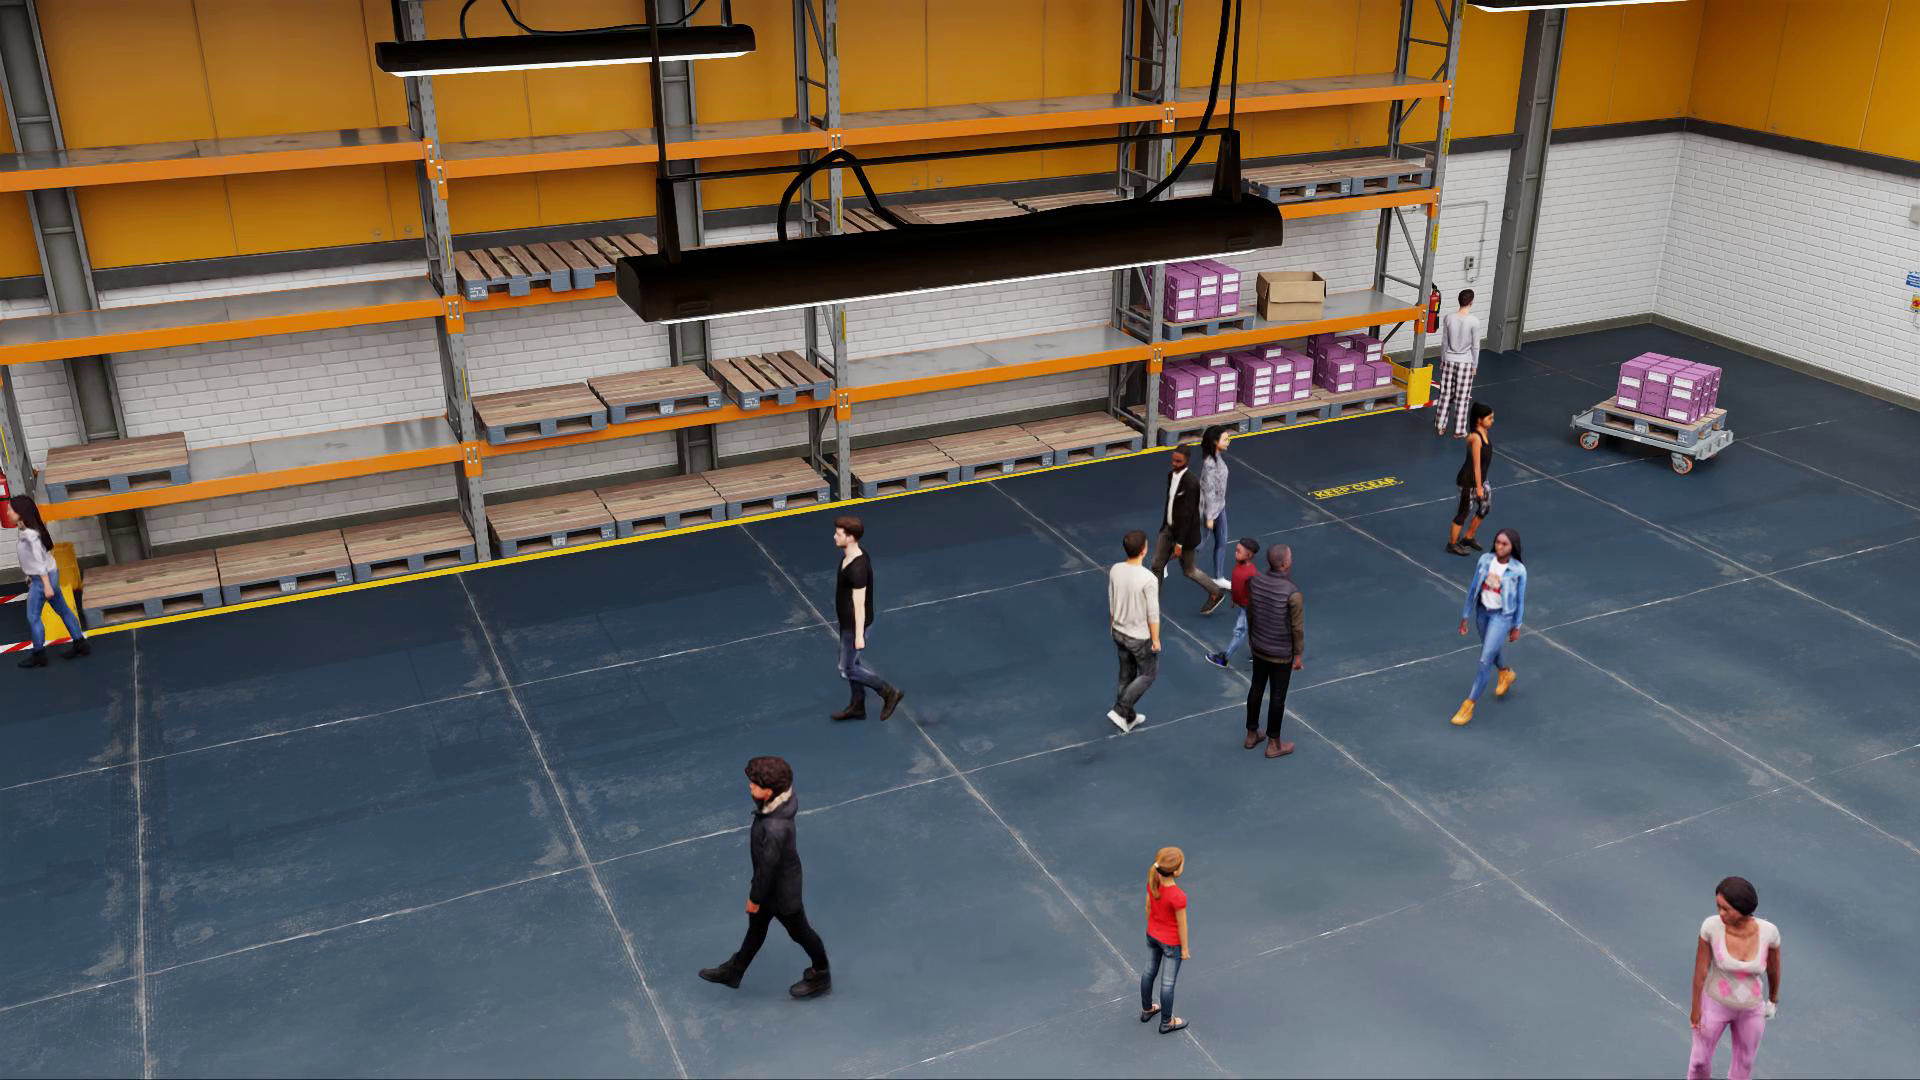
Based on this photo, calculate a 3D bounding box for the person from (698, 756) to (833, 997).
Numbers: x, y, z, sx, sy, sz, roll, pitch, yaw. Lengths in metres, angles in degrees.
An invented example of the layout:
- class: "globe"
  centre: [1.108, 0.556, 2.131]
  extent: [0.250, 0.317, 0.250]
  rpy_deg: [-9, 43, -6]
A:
- class: "person"
  centre: [-1.063, 2.175, 10.553]
  extent: [1.158, 1.730, 0.837]
  rpy_deg: [-4, 24, -8]

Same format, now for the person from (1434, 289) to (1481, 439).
- class: "person"
  centre: [6.091, -2.160, 20.323]
  extent: [0.702, 1.847, 0.700]
  rpy_deg: [16, 28, 32]

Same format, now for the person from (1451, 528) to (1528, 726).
- class: "person"
  centre: [4.548, 0.679, 14.051]
  extent: [1.267, 1.669, 0.862]
  rpy_deg: [-20, 31, -38]

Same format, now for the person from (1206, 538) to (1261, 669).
- class: "person"
  centre: [2.638, 0.555, 14.871]
  extent: [0.937, 1.240, 0.658]
  rpy_deg: [-7, 25, -16]

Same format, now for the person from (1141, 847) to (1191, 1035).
- class: "person"
  centre: [1.272, 2.478, 10.383]
  extent: [0.550, 1.310, 0.537]
  rpy_deg: [-18, 29, -35]

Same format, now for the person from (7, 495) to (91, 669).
- class: "person"
  centre: [-8.103, 0.348, 14.885]
  extent: [0.793, 1.607, 0.637]
  rpy_deg: [-11, 26, -24]

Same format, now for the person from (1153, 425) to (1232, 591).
- class: "person"
  centre: [2.344, -0.301, 16.249]
  extent: [1.142, 1.704, 1.053]
  rpy_deg: [7, 25, 16]

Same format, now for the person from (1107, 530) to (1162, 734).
- class: "person"
  centre: [1.372, 0.795, 13.617]
  extent: [0.821, 1.804, 0.888]
  rpy_deg: [21, 31, 40]

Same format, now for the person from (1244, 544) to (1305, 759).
- class: "person"
  centre: [2.514, 0.875, 13.395]
  extent: [0.674, 1.835, 0.754]
  rpy_deg: [-19, 30, -36]

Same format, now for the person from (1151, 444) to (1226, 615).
- class: "person"
  centre: [2.144, -0.046, 15.590]
  extent: [1.133, 1.765, 0.648]
  rpy_deg: [-11, 26, -24]

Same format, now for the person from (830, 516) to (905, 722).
- class: "person"
  centre: [-0.777, 0.683, 13.775]
  extent: [0.956, 1.883, 0.827]
  rpy_deg: [-3, 24, -6]

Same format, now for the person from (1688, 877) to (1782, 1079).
- class: "person"
  centre: [4.450, 2.647, 9.481]
  extent: [0.789, 1.723, 0.895]
  rpy_deg: [1, 24, 3]

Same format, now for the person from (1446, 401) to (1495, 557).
- class: "person"
  centre: [5.180, -0.630, 17.062]
  extent: [0.765, 1.656, 0.691]
  rpy_deg: [14, 27, 30]
